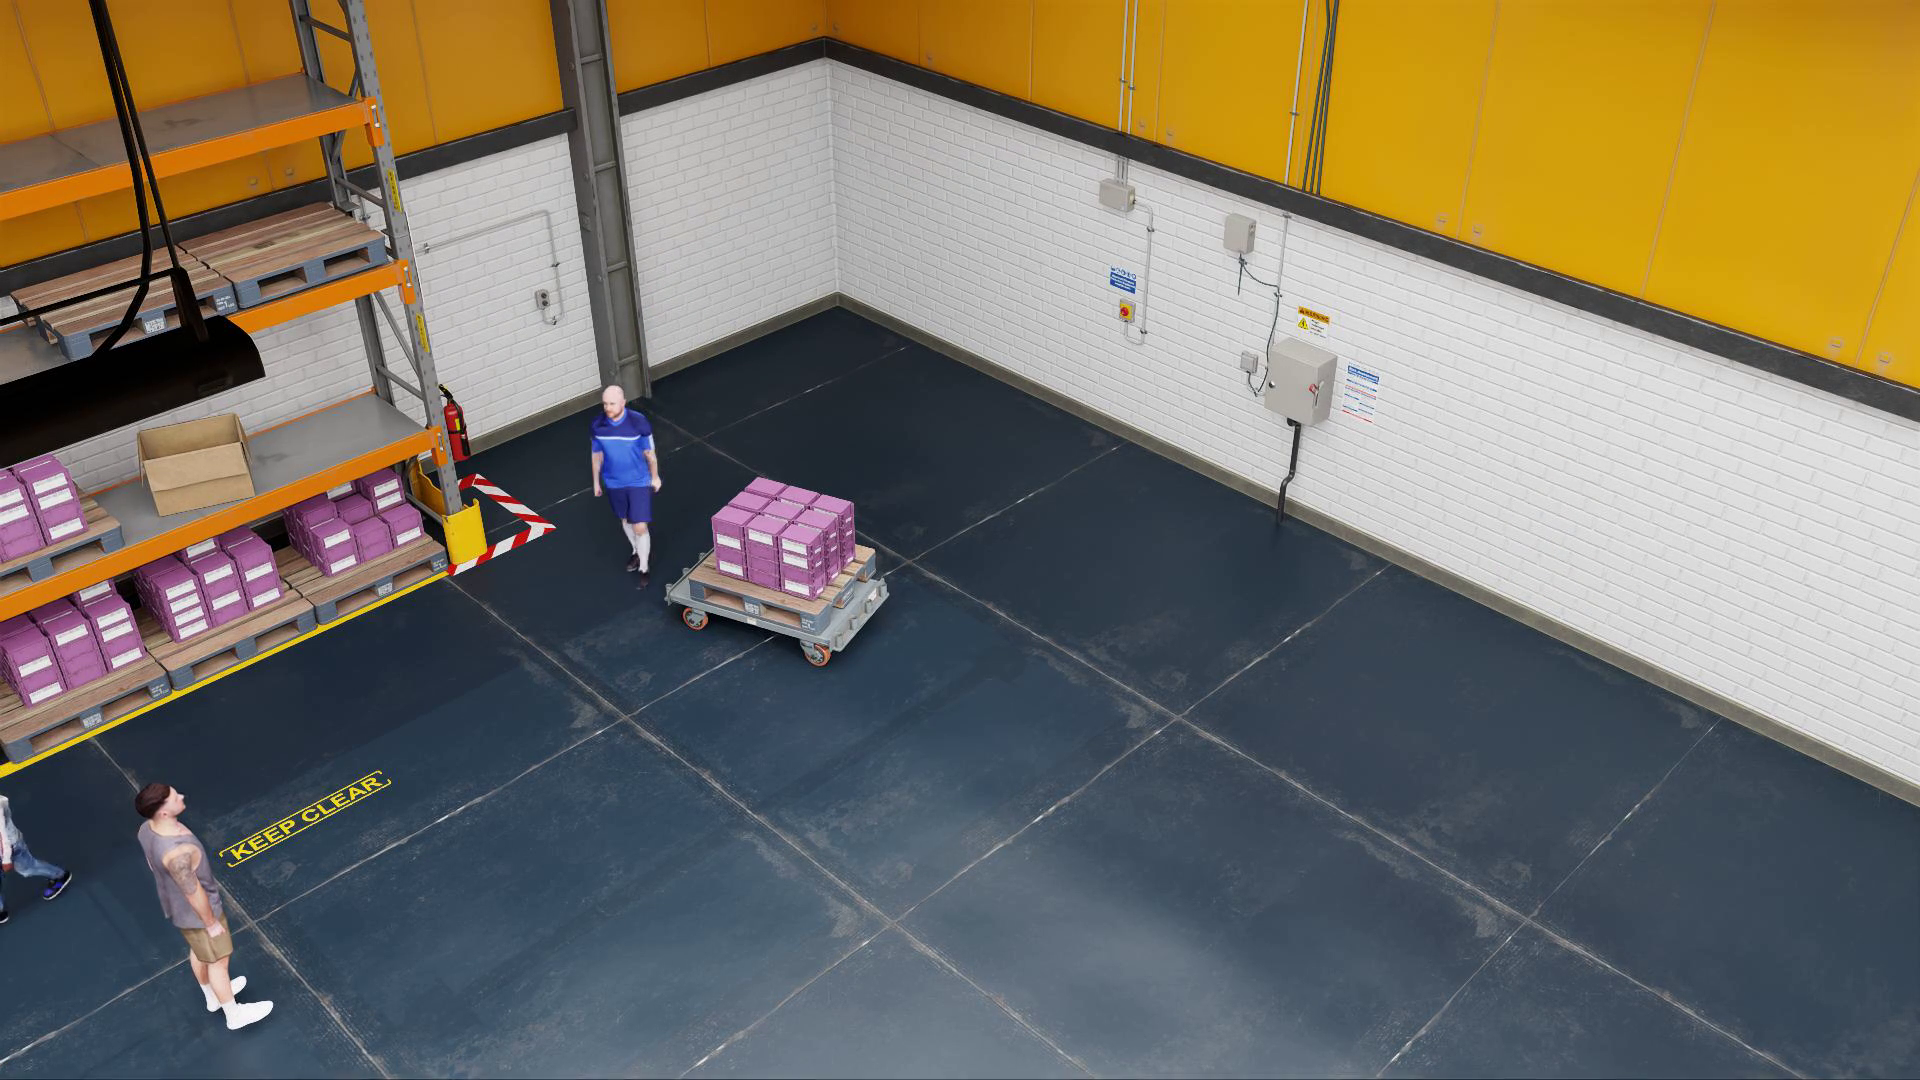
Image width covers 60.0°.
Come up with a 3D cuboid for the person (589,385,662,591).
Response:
[{"bbox_3d":[-2.763,-0.533,13.981,0.928,1.821,1.000,5,34,7],"label":"person"}]

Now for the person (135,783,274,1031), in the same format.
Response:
[{"bbox_3d":[-4.502,2.131,9.774,0.630,1.846,0.576,27,42,34],"label":"person"}]

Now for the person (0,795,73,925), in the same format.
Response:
[{"bbox_3d":[-6.183,1.926,10.803,0.616,1.243,0.910,19,38,26],"label":"person"}]
